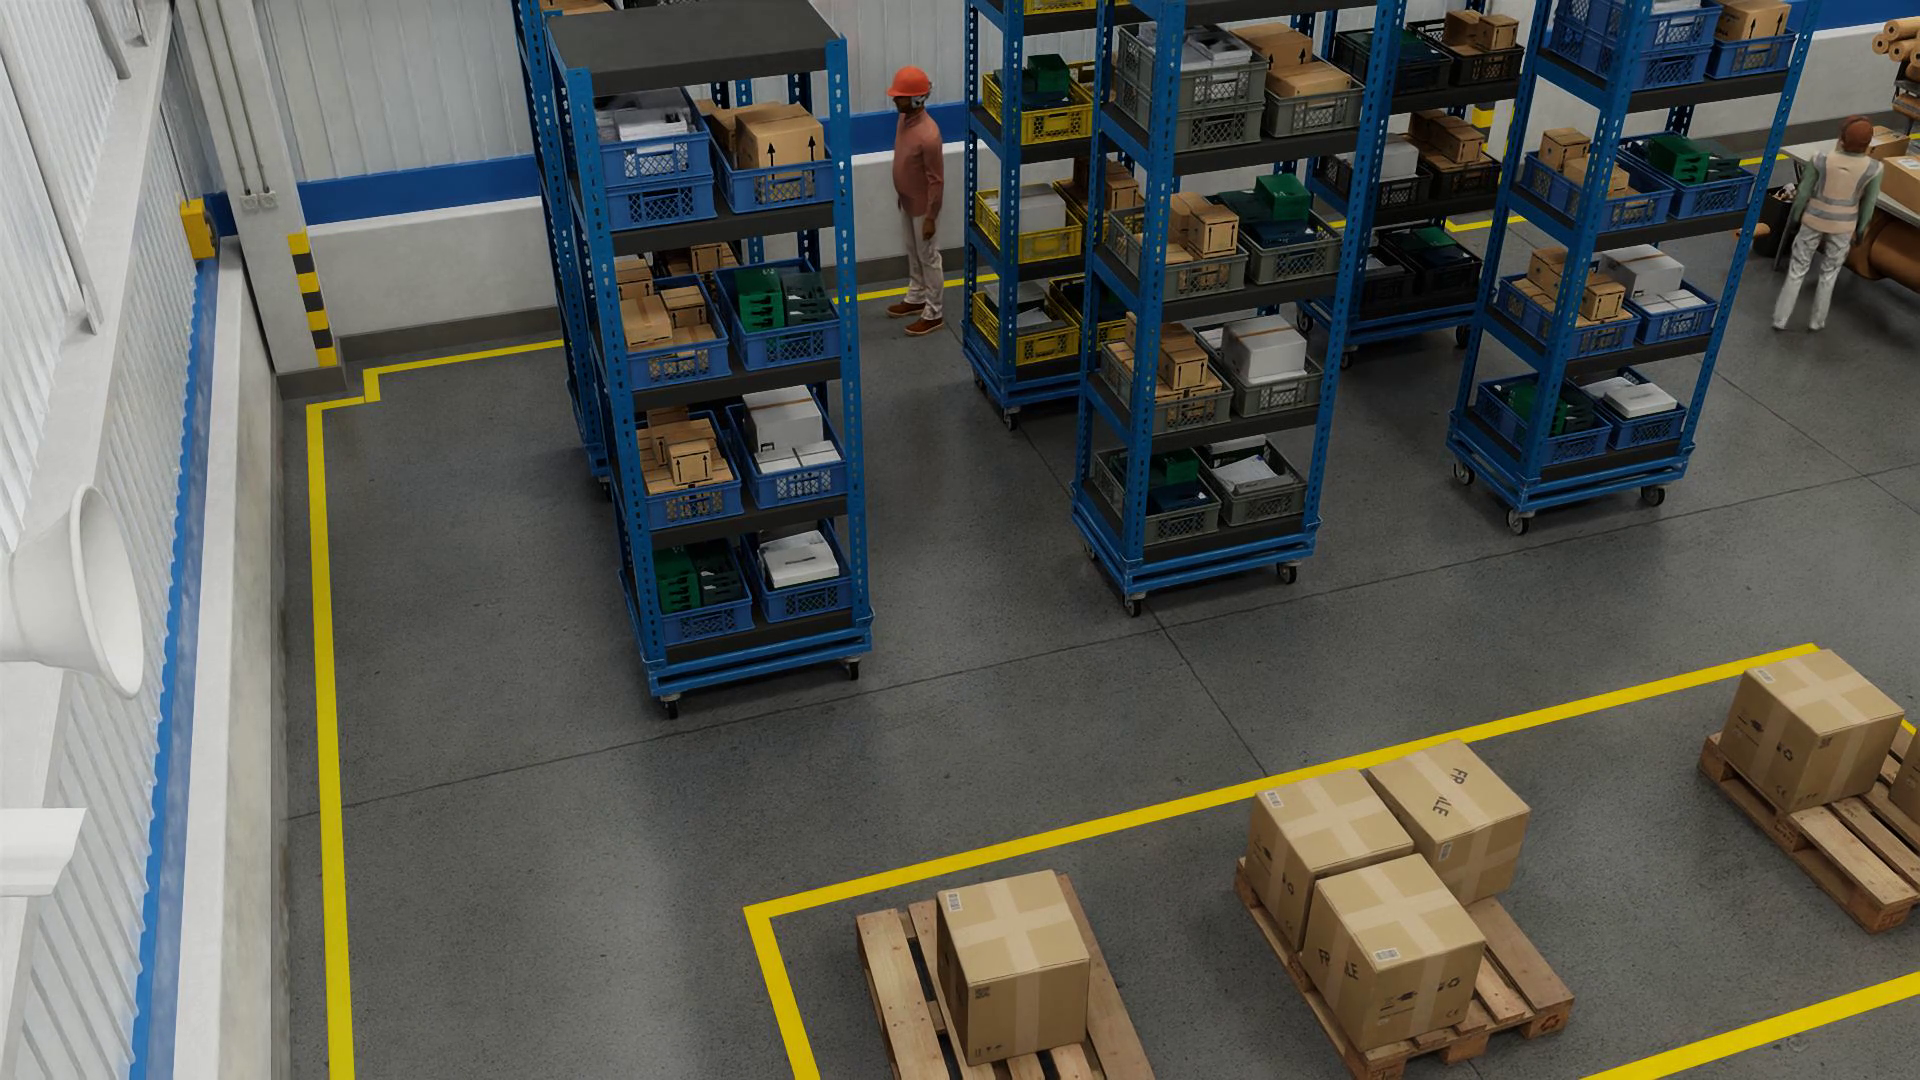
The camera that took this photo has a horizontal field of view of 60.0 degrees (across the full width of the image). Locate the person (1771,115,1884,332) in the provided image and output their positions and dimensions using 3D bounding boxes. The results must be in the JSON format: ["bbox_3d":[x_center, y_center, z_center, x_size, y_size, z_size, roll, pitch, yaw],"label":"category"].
[{"bbox_3d":[6.299,-2.261,12.084,0.532,1.642,0.500,17,39,22],"label":"person"}]

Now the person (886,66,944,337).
[{"bbox_3d":[-0.317,-2.442,12.009,0.391,1.995,0.613,-13,37,-18],"label":"person"}]
